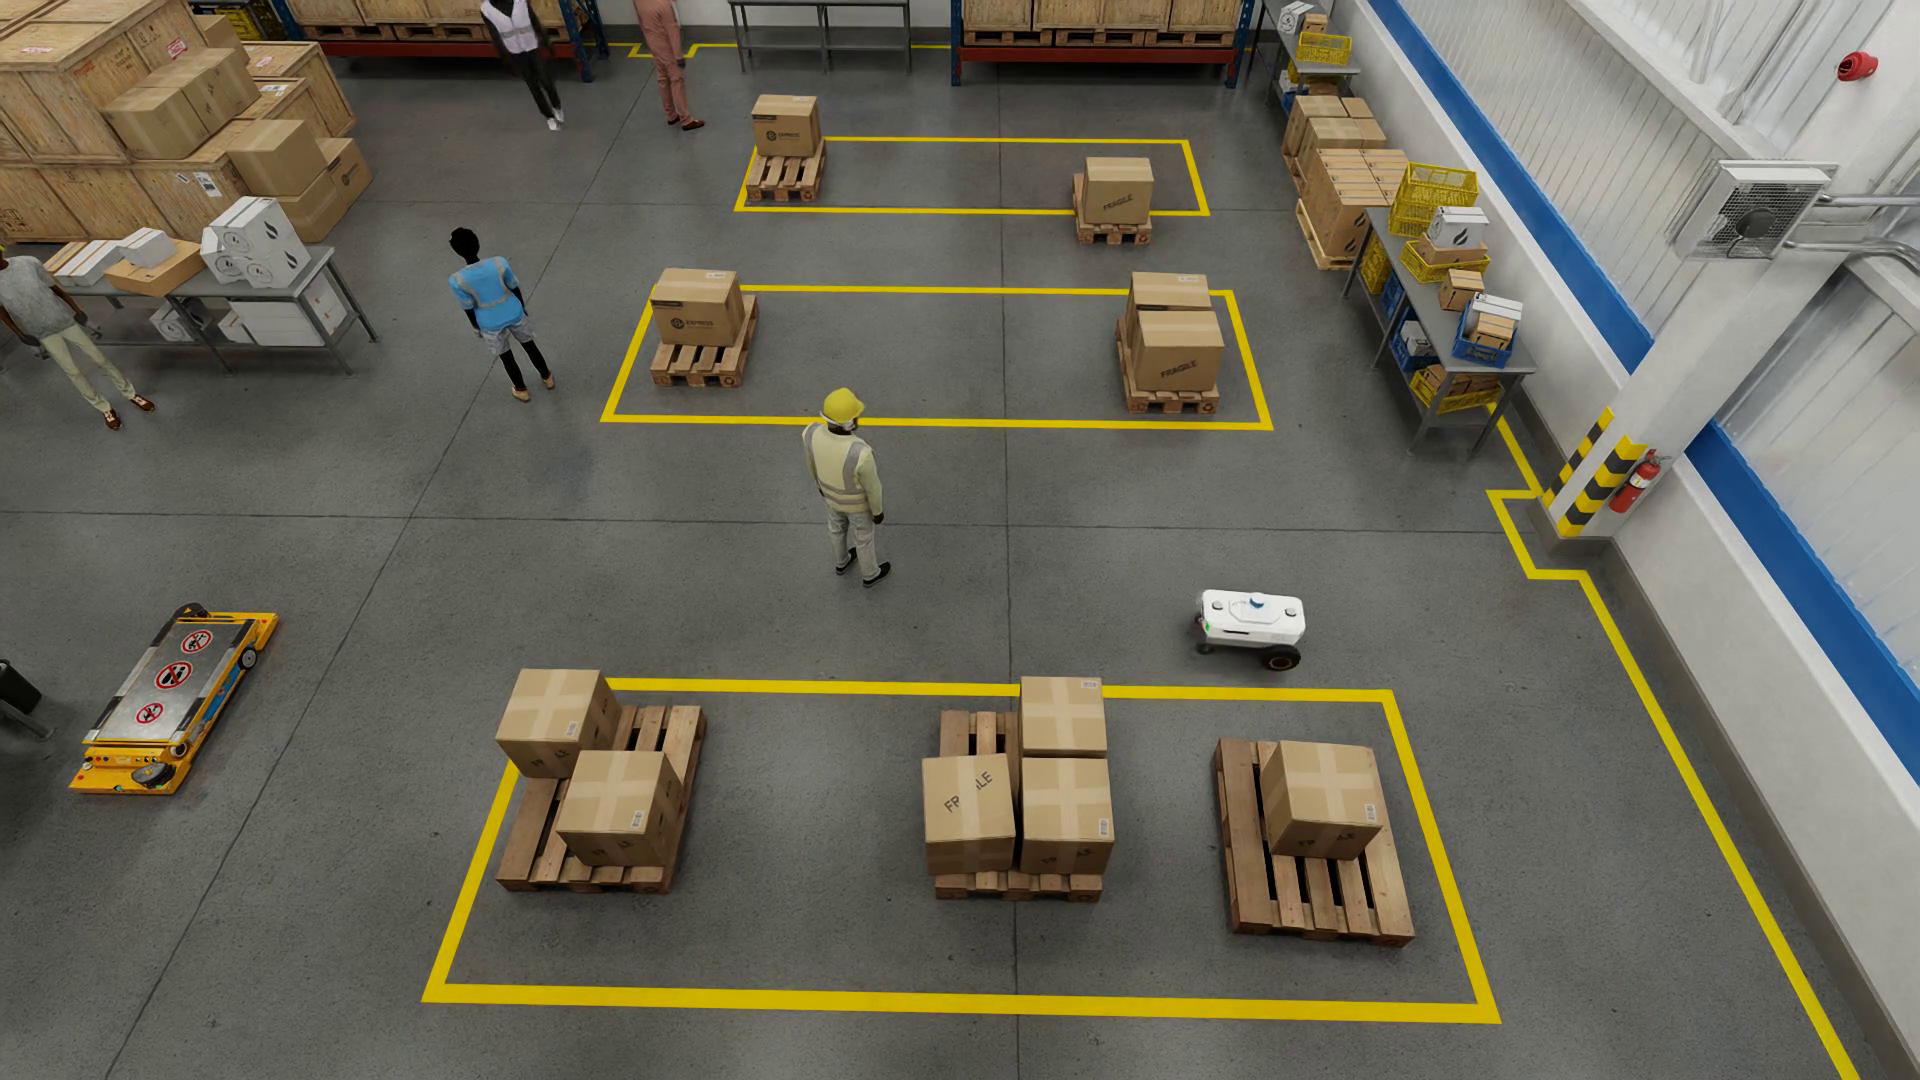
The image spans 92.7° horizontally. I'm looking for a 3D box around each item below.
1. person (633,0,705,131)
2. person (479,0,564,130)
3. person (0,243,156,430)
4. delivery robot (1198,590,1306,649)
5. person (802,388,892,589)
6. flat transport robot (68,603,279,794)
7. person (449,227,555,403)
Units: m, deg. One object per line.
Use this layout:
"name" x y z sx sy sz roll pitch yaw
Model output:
"person" -3.676 -6.174 11.512 0.643 1.905 0.399 33 57 25
"person" -5.446 -6.102 11.476 0.690 1.879 0.422 -20 53 -16
"person" -7.709 -1.786 7.824 0.329 1.867 0.511 30 56 23
"delivery robot" 2.100 0.561 6.630 0.707 0.478 0.477 5 50 4
"person" -0.793 -0.350 6.631 0.600 1.827 0.404 26 55 20
"flat transport robot" -5.504 1.072 6.442 0.652 0.197 1.431 1 50 1
"person" -4.053 -1.959 8.078 0.530 1.696 0.321 -35 58 -26
